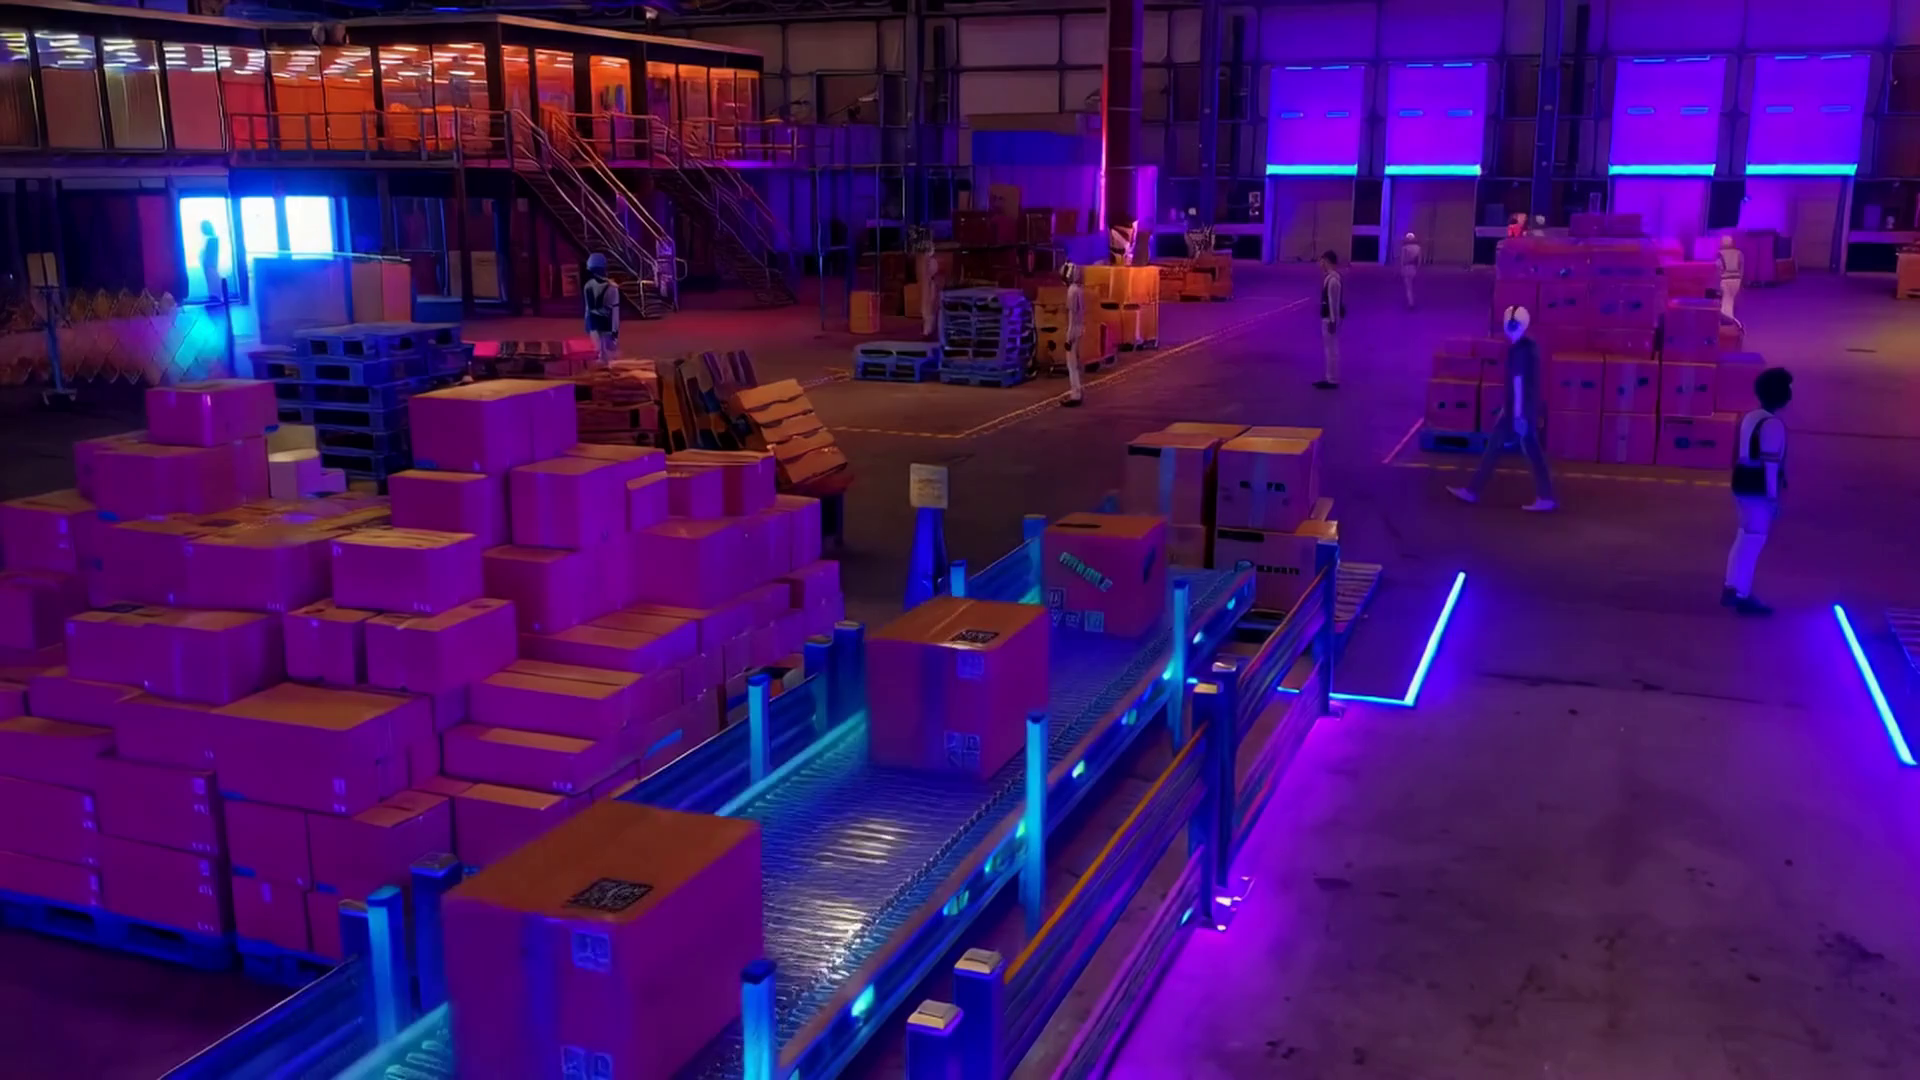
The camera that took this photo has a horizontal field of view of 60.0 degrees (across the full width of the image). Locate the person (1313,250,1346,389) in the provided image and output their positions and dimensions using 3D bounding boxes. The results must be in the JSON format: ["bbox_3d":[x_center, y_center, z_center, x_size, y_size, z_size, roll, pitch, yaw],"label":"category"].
[{"bbox_3d":[5.141,-3.044,23.016,0.371,1.916,0.597,1,13,5],"label":"person"}]

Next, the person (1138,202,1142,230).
[{"bbox_3d":[5.630,-9.814,53.214,0.391,1.992,0.626,-4,13,-19],"label":"person"}]

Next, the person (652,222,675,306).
[{"bbox_3d":[-6.435,-5.970,36.219,0.584,1.882,0.337,6,14,26],"label":"person"}]

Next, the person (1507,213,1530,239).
[{"bbox_3d":[13.889,-7.153,41.379,0.406,1.946,0.608,-10,16,-39],"label":"person"}]

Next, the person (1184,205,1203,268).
[{"bbox_3d":[7.132,-9.266,50.923,0.584,1.919,0.381,-3,13,-14],"label":"person"}]

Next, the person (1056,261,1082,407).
[{"bbox_3d":[1.400,-2.625,21.284,0.328,1.862,0.502,1,13,5],"label":"person"}]

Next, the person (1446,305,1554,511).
[{"bbox_3d":[4.921,-1.178,14.871,0.991,1.817,0.505,11,17,40],"label":"person"}]

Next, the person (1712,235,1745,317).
[{"bbox_3d":[14.182,-4.733,30.816,0.668,1.823,0.436,-1,13,-3],"label":"person"}]

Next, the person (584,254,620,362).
[{"bbox_3d":[-4.713,-2.785,21.846,0.542,1.928,0.399,6,14,24],"label":"person"}]

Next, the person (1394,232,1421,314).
[{"bbox_3d":[9.429,-5.664,35.223,0.512,1.702,0.852,-6,14,-25],"label":"person"}]

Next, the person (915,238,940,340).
[{"bbox_3d":[-0.566,-4.452,29.550,0.450,1.823,0.564,-4,13,-18],"label":"person"}]

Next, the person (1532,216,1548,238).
[{"bbox_3d":[15.137,-7.597,43.667,0.733,1.822,0.632,8,15,32],"label":"person"}]

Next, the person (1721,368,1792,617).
[{"bbox_3d":[5.449,-0.329,11.363,0.320,1.693,0.537,2,13,9],"label":"person"}]
